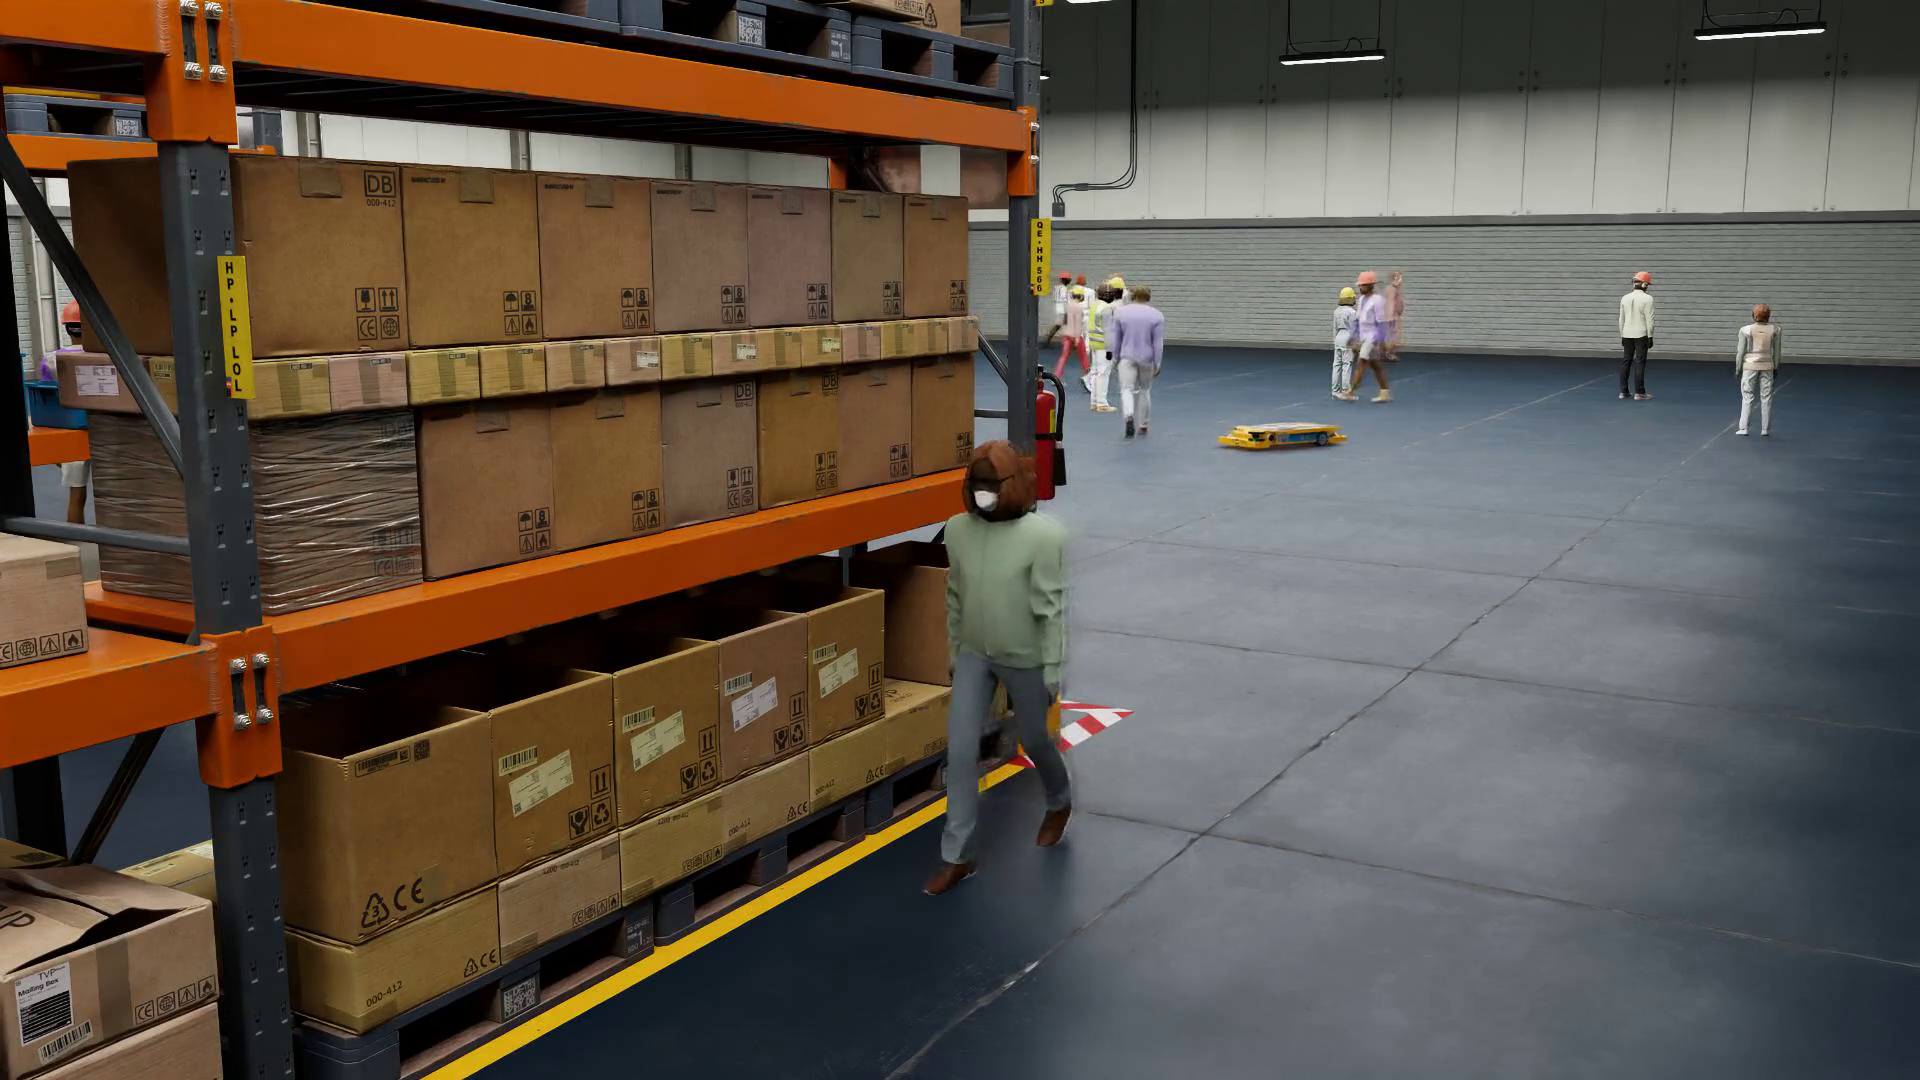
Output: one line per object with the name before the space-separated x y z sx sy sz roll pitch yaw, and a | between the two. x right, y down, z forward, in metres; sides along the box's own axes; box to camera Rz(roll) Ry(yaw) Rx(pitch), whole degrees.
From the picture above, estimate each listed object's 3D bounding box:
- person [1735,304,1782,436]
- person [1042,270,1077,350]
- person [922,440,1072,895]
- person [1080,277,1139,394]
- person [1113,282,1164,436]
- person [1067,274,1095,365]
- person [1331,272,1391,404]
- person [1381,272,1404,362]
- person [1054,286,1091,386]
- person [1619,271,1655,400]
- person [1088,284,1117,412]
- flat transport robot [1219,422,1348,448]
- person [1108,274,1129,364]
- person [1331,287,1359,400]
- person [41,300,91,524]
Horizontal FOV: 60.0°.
person | 9.878 -2.099 20.598 0.513 1.641 0.309 2 10 10
person | 2.399 -5.424 39.347 0.988 1.900 0.562 0 10 2
person | 0.181 0.417 6.030 0.506 1.591 0.839 5 11 29
person | 2.423 -3.282 26.783 0.867 1.902 0.589 -2 10 -13
person | 2.194 -2.221 20.533 0.633 1.914 0.821 1 10 7
person | 2.493 -4.500 33.985 0.606 1.866 0.421 1 10 6
person | 6.102 -3.031 25.051 1.030 1.979 0.604 -2 10 -10
person | 9.120 -4.674 34.909 0.418 1.893 0.678 3 10 16
person | 2.013 -3.494 28.534 0.898 1.719 0.538 -4 11 -23
person | 10.563 -3.183 25.928 0.387 1.989 0.608 -5 11 -28
person | 2.066 -2.752 23.862 0.428 1.835 0.627 -2 10 -14
flat transport robot | 3.816 -1.245 19.605 1.431 0.197 0.652 -6 11 -31
person | 3.192 -4.578 34.492 0.662 1.858 0.989 1 10 3
person | 5.990 -3.041 25.805 0.290 1.746 0.487 -5 11 -28
person | -6.099 -0.714 11.671 0.540 1.930 0.384 -2 10 -12
